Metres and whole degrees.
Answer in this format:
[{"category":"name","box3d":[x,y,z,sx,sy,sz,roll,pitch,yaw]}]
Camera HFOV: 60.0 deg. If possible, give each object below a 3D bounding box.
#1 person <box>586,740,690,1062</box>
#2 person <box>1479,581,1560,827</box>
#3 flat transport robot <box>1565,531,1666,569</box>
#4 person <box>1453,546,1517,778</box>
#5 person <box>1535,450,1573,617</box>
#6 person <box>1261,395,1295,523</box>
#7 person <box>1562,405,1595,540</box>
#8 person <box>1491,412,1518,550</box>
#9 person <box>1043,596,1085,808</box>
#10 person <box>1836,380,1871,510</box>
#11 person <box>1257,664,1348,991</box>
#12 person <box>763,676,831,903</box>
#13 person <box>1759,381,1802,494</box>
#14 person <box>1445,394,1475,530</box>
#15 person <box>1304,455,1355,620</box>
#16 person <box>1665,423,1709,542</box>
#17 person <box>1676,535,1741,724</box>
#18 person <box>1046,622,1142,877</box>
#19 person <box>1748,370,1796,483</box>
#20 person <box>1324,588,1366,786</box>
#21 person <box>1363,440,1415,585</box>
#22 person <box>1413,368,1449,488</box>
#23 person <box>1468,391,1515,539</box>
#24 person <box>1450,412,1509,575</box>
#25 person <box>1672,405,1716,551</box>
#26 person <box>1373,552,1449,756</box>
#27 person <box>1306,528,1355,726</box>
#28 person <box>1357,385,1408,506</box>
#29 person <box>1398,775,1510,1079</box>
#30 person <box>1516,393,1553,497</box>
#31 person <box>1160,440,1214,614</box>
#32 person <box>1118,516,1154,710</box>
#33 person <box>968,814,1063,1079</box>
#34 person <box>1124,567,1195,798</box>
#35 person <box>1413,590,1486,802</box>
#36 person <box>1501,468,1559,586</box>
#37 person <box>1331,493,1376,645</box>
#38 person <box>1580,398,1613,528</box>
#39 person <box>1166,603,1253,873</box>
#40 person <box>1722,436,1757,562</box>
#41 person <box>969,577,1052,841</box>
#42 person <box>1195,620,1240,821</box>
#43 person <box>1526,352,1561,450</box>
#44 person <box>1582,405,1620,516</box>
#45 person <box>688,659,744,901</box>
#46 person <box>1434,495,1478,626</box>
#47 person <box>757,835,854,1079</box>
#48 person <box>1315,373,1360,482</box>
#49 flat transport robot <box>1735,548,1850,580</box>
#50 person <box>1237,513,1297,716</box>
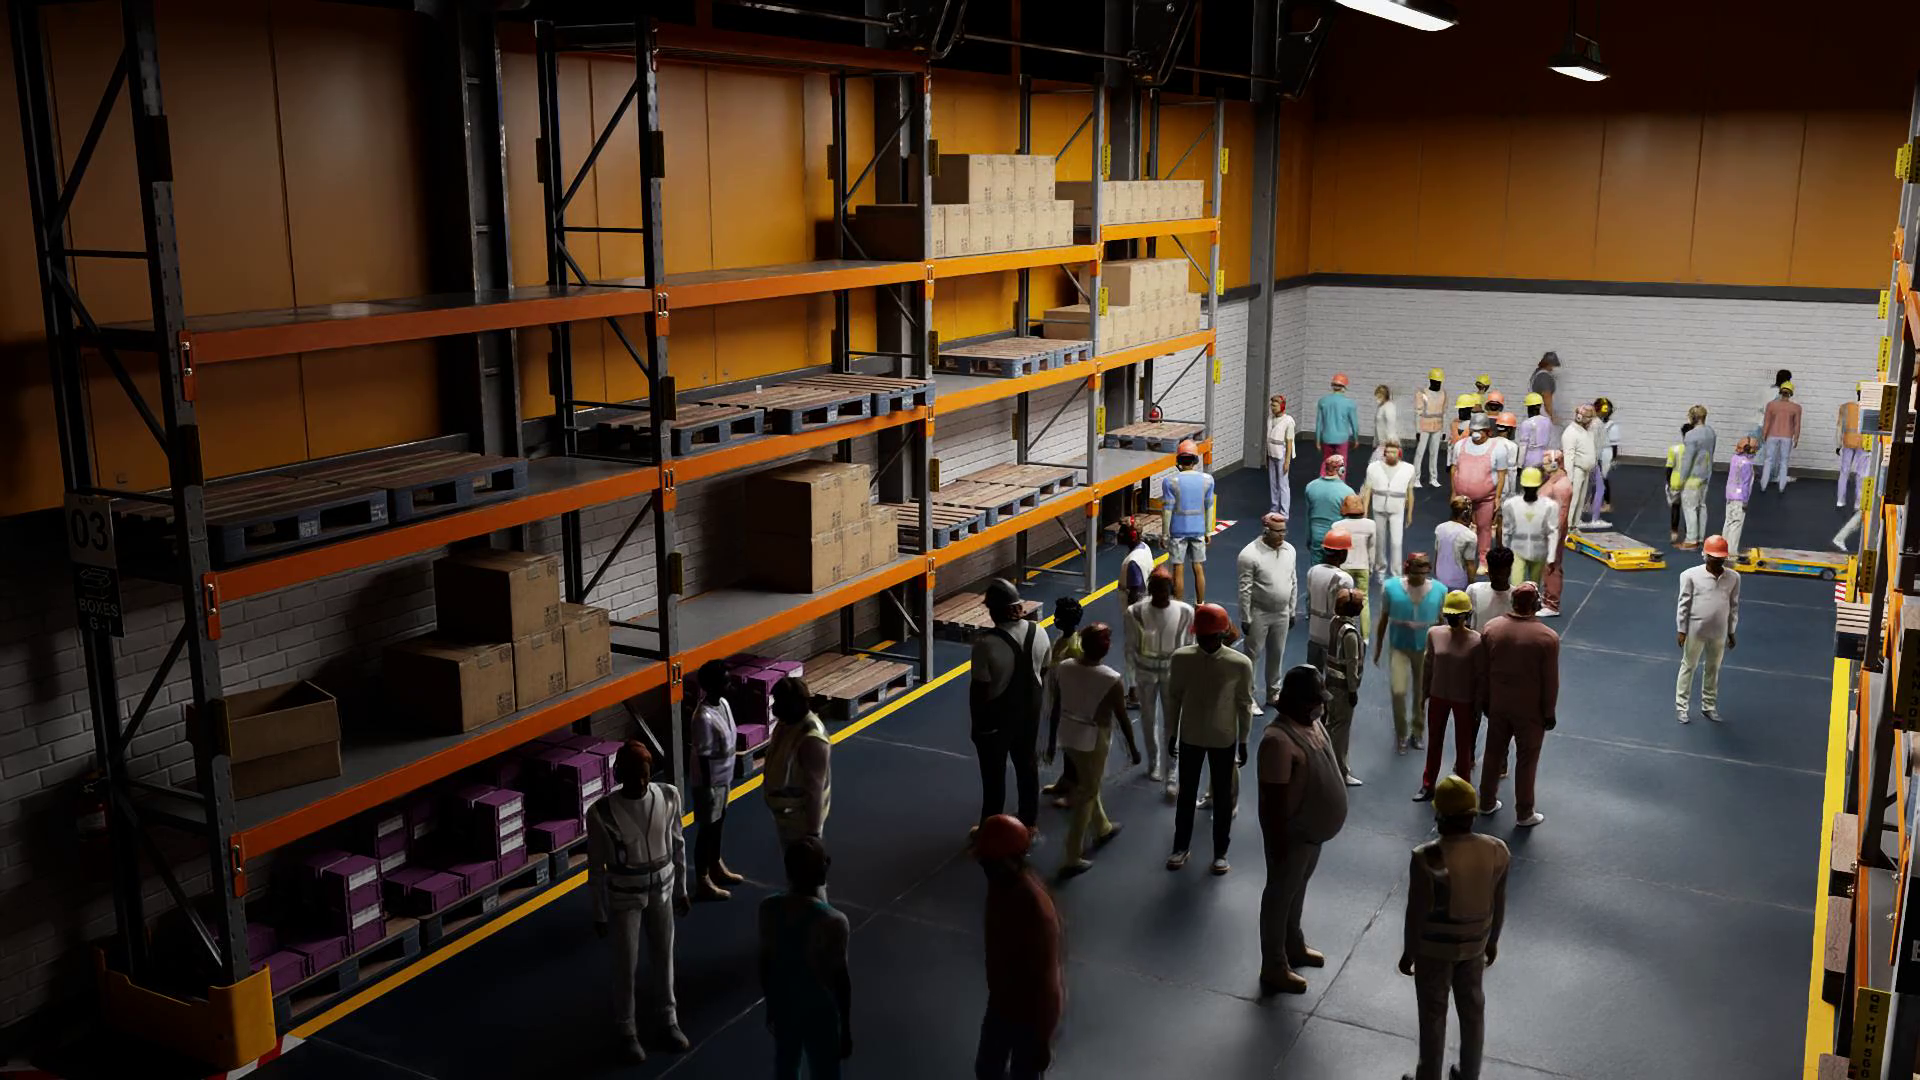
[{"category":"person","box3d":[-1.811,2.027,9.410,0.584,1.879,0.368,-9,15,-35]},{"category":"person","box3d":[4.321,1.251,12.848,0.395,1.901,0.642,-11,17,-40]},{"category":"flat transport robot","box3d":[8.481,0.119,21.573,0.652,0.197,1.431,-1,13,-6]},{"category":"person","box3d":[4.427,1.003,13.807,0.600,1.958,0.379,8,15,32]},{"category":"person","box3d":[6.658,-0.080,18.788,0.406,1.902,0.638,3,13,11]},{"category":"person","box3d":[4.570,-1.156,23.749,0.388,1.837,0.562,-5,14,-23]},{"category":"person","box3d":[8.330,-0.884,22.410,0.402,1.895,0.653,11,17,40]},{"category":"person","box3d":[6.975,-0.685,21.453,0.387,1.926,0.548,-6,14,-26]},{"category":"person","box3d":[0.851,1.272,13.192,0.318,1.697,0.533,-2,13,-9]},{"category":"person","box3d":[13.346,-1.420,24.727,0.385,1.922,0.594,-11,17,-41]},{"category":"person","box3d":[2.122,1.744,10.298,0.538,2.000,0.690,7,14,29]},{"category":"person","box3d":[-1.049,1.762,10.694,0.429,1.836,0.635,-6,14,-24]},{"category":"person","box3d":[12.786,-1.597,25.917,0.532,1.754,0.342,6,14,25]},{"category":"person","box3d":[7.016,-1.076,23.182,0.382,1.924,0.594,-8,15,-33]},{"category":"person","box3d":[4.115,-0.005,18.464,0.400,1.899,0.648,-11,17,-42]},{"category":"person","box3d":[9.743,-0.748,22.277,0.548,1.667,0.755,6,14,25]},{"category":"person","box3d":[6.803,0.808,15.138,0.563,1.752,0.324,0,13,-2]},{"category":"person","box3d":[1.010,1.469,12.049,0.588,1.800,0.927,12,17,43]},{"category":"person","box3d":[12.989,-1.823,26.723,0.974,1.859,0.679,1,13,2]},{"category":"person","box3d":[3.158,1.192,13.677,0.307,1.639,0.525,-1,13,-3]},{"category":"person","box3d":[5.119,-0.290,19.917,0.581,1.808,0.880,4,13,18]},{"category":"person","box3d":[7.460,-1.768,26.322,0.583,1.918,0.404,-3,13,-13]},{"category":"person","box3d":[7.226,-1.020,22.707,0.611,2.032,0.411,3,13,15]},{"category":"person","box3d":[6.410,-0.578,20.696,0.682,2.000,0.536,9,15,35]},{"category":"person","box3d":[9.767,-0.828,22.092,0.629,1.927,0.400,-10,16,-37]},{"category":"person","box3d":[3.893,0.967,14.325,0.635,1.796,0.665,2,13,9]},{"category":"person","box3d":[3.263,0.842,14.614,0.395,1.929,0.541,-5,14,-22]},{"category":"person","box3d":[6.271,-1.383,24.712,1.049,1.870,0.672,2,13,7]},{"category":"person","box3d":[2.632,2.152,8.952,0.601,1.827,0.404,-4,13,-16]},{"category":"person","box3d":[8.030,-1.106,23.362,0.588,1.912,0.395,-8,15,-33]},{"category":"person","box3d":[2.515,-0.098,18.561,0.609,2.035,0.404,-3,13,-12]},{"category":"person","box3d":[1.651,0.678,15.536,0.389,1.839,0.565,3,13,12]},{"category":"person","box3d":[0.303,2.271,8.106,0.438,1.968,0.664,-7,15,-30]},{"category":"person","box3d":[1.611,1.146,13.395,0.579,1.843,0.943,1,13,6]},{"category":"person","box3d":[3.881,1.251,13.126,0.523,1.769,0.324,9,16,36]},{"category":"person","box3d":[6.092,0.145,17.847,0.584,1.873,1.015,5,13,19]},{"category":"person","box3d":[4.159,0.317,17.654,0.507,1.622,0.331,-1,13,-5]},{"category":"person","box3d":[8.953,-1.082,23.437,0.696,1.825,0.549,2,13,9]},{"category":"person","box3d":[1.776,1.409,11.912,0.613,1.991,0.391,4,13,19]},{"category":"person","box3d":[10.022,-0.529,21.409,0.314,1.631,0.523,1,13,6]},{"category":"person","box3d":[0.324,1.263,12.456,0.682,2.000,0.535,-8,15,-33]},{"category":"person","box3d":[2.012,1.368,12.904,0.294,1.632,0.501,-5,14,-22]},{"category":"person","box3d":[9.882,-2.224,28.066,0.604,2.000,0.697,1,13,4]},{"category":"person","box3d":[9.265,-1.183,24.247,0.783,1.666,0.541,-2,13,-11]},{"category":"person","box3d":[-1.706,1.644,11.542,0.319,1.694,0.535,2,13,9]},{"category":"person","box3d":[4.903,0.462,16.516,0.342,1.839,0.501,-9,15,-34]},{"category":"person","box3d":[-0.745,2.327,8.136,0.507,1.844,0.353,6,14,26]},{"category":"person","box3d":[5.705,-1.538,25.136,0.620,1.979,0.492,10,16,37]},{"category":"flat transport robot","box3d":[10.503,0.286,20.825,1.431,0.197,0.652,6,14,23]},{"category":"person","box3d":[2.863,0.678,15.402,0.646,1.900,0.400,-7,14,-27]}]
